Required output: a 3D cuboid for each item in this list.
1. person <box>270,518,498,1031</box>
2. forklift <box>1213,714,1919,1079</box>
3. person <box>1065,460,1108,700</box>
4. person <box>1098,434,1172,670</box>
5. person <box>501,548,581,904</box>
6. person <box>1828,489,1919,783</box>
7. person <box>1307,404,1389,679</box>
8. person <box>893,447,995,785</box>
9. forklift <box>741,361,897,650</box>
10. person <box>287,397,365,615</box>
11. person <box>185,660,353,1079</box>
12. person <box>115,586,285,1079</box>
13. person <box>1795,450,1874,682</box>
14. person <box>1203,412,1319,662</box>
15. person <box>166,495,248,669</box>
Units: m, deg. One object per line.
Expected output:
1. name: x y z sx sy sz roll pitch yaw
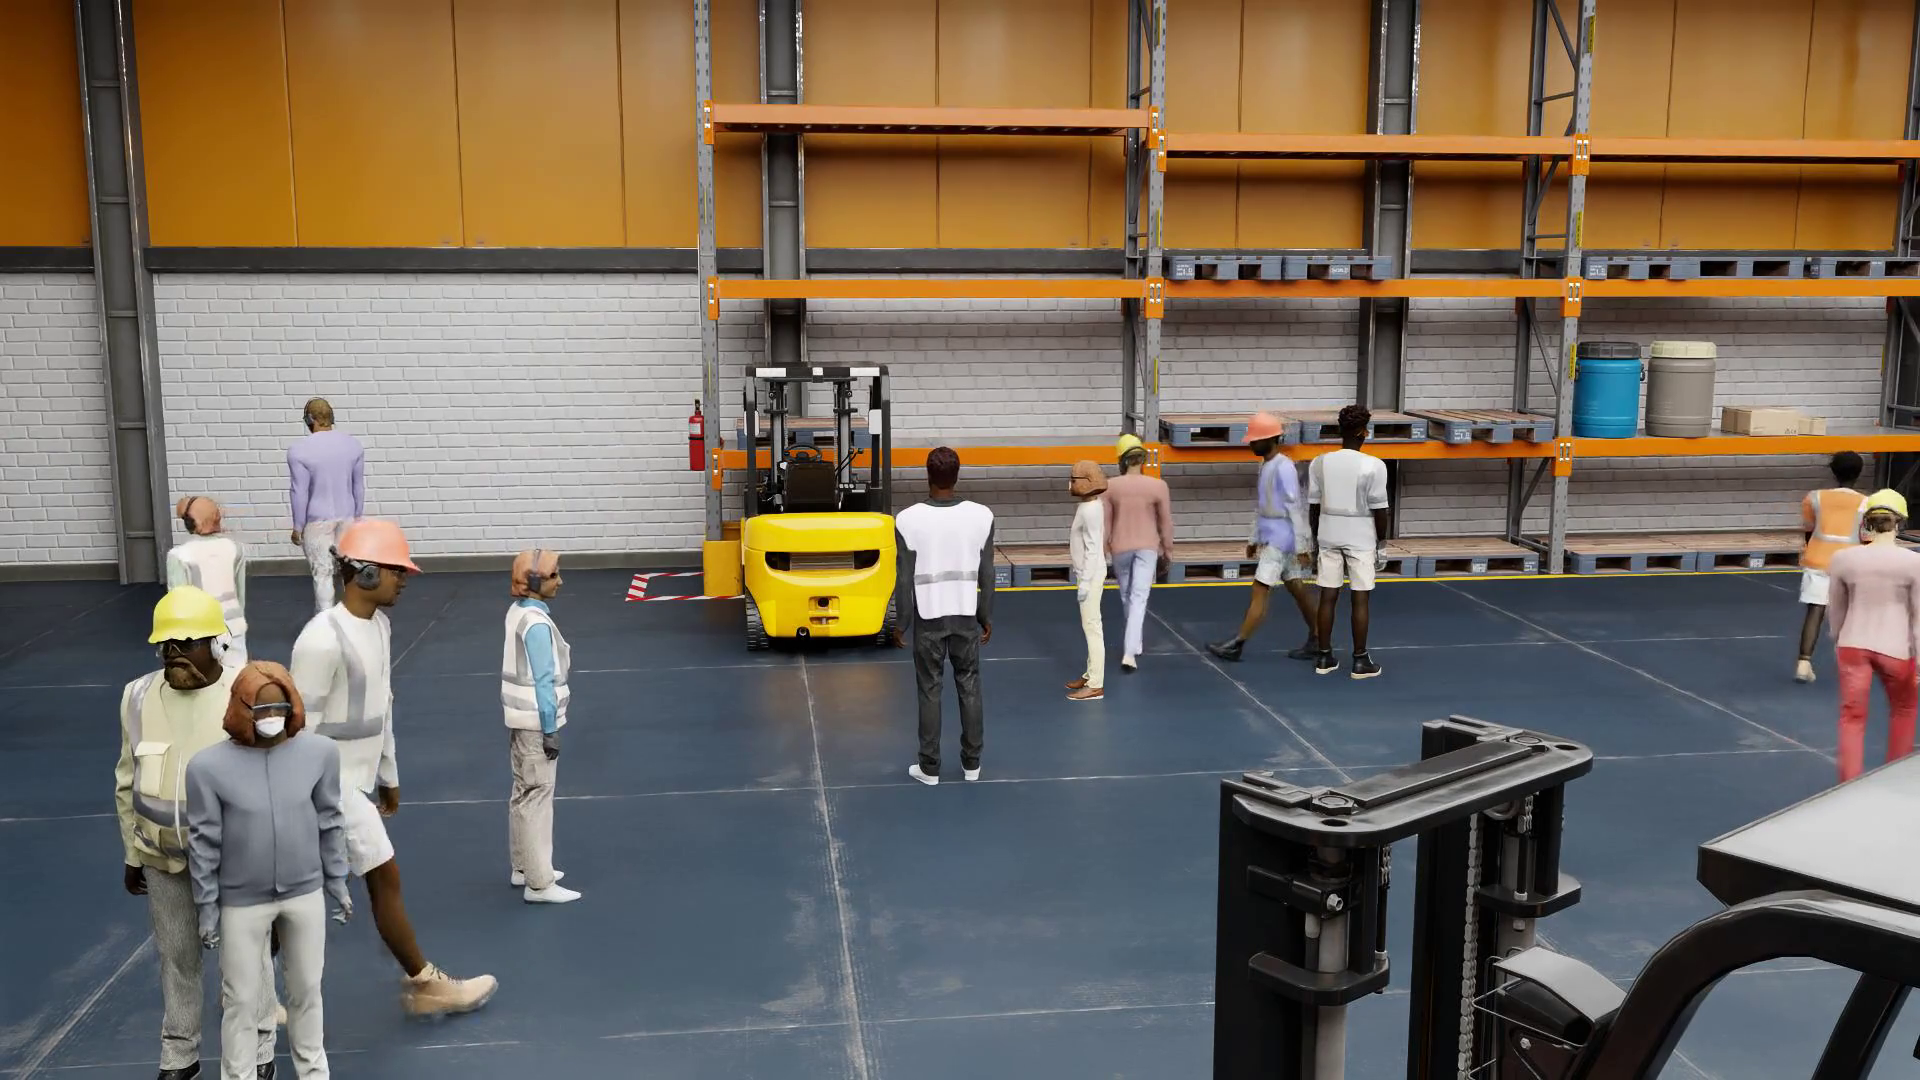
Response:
1. person: -2.374 0.905 6.323 1.023 1.971 0.678 0 9 -2
2. forklift: 1.441 1.425 2.350 1.214 2.155 2.313 -7 12 -39
3. person: 0.861 0.267 11.317 0.278 1.634 0.499 1 9 5
4. person: 1.276 0.085 12.246 0.533 1.711 0.902 2 9 12
5. person: -1.951 0.850 7.675 0.311 1.636 0.521 -4 10 -26
6. person: 4.973 0.590 8.972 0.729 1.731 0.550 -9 13 -44
7. person: 2.779 0.009 11.899 0.607 1.966 0.367 7 11 37
8. person: -0.086 0.432 9.402 0.587 1.920 0.392 -3 9 -16
9. forklift: -1.154 -0.340 13.365 1.214 2.155 2.313 -1 9 -7
10. person: -4.930 -0.146 12.963 0.373 1.936 0.629 7 11 37
11. person: -2.280 1.196 5.525 0.498 1.632 0.285 -7 11 -37
12. person: -2.611 1.060 5.750 0.589 1.834 0.403 -1 9 -3
13. person: 6.221 0.185 11.809 0.521 1.648 0.865 7 11 37
14. person: 2.307 -0.002 12.266 0.982 1.873 0.567 0 9 0
15. person: -4.308 0.555 9.549 0.471 1.626 0.516 6 11 33
